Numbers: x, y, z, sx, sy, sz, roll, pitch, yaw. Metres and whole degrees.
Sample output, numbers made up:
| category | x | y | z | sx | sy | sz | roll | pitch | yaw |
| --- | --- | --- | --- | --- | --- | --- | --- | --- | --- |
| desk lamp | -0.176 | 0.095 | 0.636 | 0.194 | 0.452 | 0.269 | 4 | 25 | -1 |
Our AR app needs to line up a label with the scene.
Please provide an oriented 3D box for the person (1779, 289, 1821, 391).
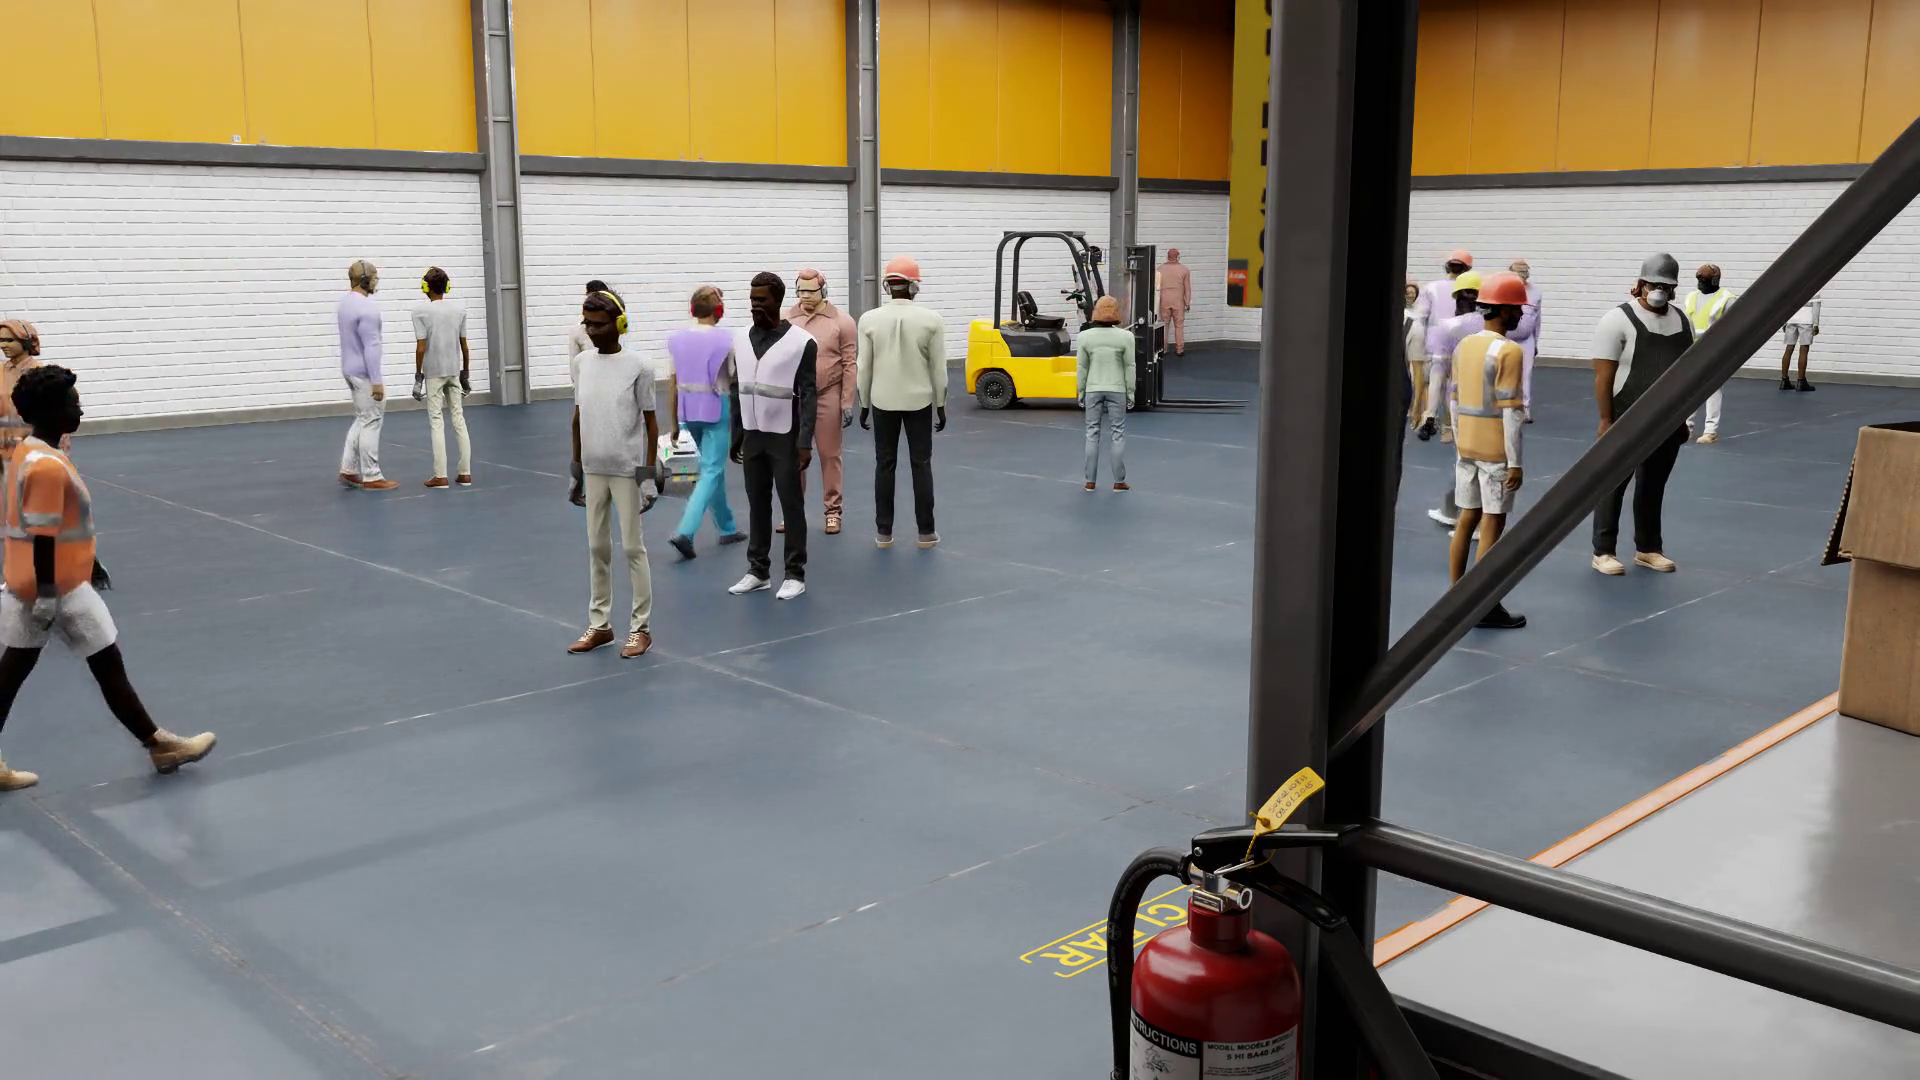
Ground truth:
| category | x | y | z | sx | sy | sz | roll | pitch | yaw |
| --- | --- | --- | --- | --- | --- | --- | --- | --- | --- |
| person | 11.576 | -3.013 | 22.862 | 0.368 | 1.933 | 0.552 | -5 | 12 | -27 |

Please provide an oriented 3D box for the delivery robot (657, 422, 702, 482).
| category | x | y | z | sx | sy | sz | roll | pitch | yaw |
| --- | --- | --- | --- | --- | --- | --- | --- | --- | --- |
| delivery robot | -2.360 | -0.748 | 14.020 | 0.477 | 0.478 | 0.707 | -3 | 11 | -15 |

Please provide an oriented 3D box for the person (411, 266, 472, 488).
| category | x | y | z | sx | sy | sz | roll | pitch | yaw |
| --- | --- | --- | --- | --- | --- | --- | --- | --- | --- |
| person | -4.395 | -1.371 | 14.093 | 0.310 | 1.868 | 0.533 | 10 | 14 | 43 |

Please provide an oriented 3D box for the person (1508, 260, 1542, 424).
| category | x | y | z | sx | sy | sz | roll | pitch | yaw |
| --- | --- | --- | --- | --- | --- | --- | --- | --- | --- |
| person | 6.383 | -2.302 | 19.217 | 0.662 | 1.860 | 1.007 | 0 | 10 | 1 |

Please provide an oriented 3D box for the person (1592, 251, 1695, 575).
| category | x | y | z | sx | sy | sz | roll | pitch | yaw |
| --- | --- | --- | --- | --- | --- | --- | --- | --- | --- |
| person | 4.351 | -0.797 | 10.491 | 0.683 | 2.000 | 0.536 | -3 | 11 | -15 |

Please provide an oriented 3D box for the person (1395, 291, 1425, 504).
| category | x | y | z | sx | sy | sz | roll | pitch | yaw |
| --- | --- | --- | --- | --- | --- | --- | --- | --- | --- |
| person | 3.048 | -0.974 | 12.018 | 0.548 | 1.828 | 0.682 | 6 | 12 | 29 |

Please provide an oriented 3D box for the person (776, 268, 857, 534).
| category | x | y | z | sx | sy | sz | roll | pitch | yaw |
| --- | --- | --- | --- | --- | --- | --- | --- | --- | --- |
| person | -1.061 | -0.987 | 11.909 | 0.638 | 1.903 | 0.409 | 2 | 11 | 11 |

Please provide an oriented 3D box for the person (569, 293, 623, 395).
| category | x | y | z | sx | sy | sz | roll | pitch | yaw |
| --- | --- | --- | --- | --- | --- | --- | --- | --- | --- |
| person | -3.230 | -1.396 | 14.864 | 0.504 | 1.632 | 0.270 | 1 | 10 | 4 |

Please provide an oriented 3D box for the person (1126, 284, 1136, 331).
| category | x | y | z | sx | sy | sz | roll | pitch | yaw |
| --- | --- | --- | --- | --- | --- | --- | --- | --- | --- |
| person | 2.666 | -3.258 | 24.690 | 0.526 | 1.748 | 0.545 | 4 | 11 | 23 |

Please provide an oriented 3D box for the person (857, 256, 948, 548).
| category | x | y | z | sx | sy | sz | roll | pitch | yaw |
| --- | --- | --- | --- | --- | --- | --- | --- | --- | --- |
| person | -0.391 | -0.937 | 11.384 | 0.619 | 1.990 | 0.395 | 1 | 10 | 4 |

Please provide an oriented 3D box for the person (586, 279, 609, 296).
| category | x | y | z | sx | sy | sz | roll | pitch | yaw |
| --- | --- | --- | --- | --- | --- | --- | --- | --- | --- |
| person | -3.628 | -1.792 | 16.859 | 0.372 | 1.684 | 0.554 | 1 | 10 | 7 |

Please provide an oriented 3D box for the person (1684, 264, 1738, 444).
| category | x | y | z | sx | sy | sz | roll | pitch | yaw |
| --- | --- | --- | --- | --- | --- | --- | --- | --- | --- |
| person | 7.661 | -1.913 | 17.144 | 0.430 | 1.837 | 0.619 | -6 | 12 | -29 |

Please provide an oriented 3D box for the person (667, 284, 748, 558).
| category | x | y | z | sx | sy | sz | roll | pitch | yaw |
| --- | --- | --- | --- | --- | --- | --- | --- | --- | --- |
| person | -1.705 | -0.805 | 11.157 | 0.573 | 1.809 | 0.938 | 5 | 12 | 27 |

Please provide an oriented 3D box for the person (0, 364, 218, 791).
| category | x | y | z | sx | sy | sz | roll | pitch | yaw |
| --- | --- | --- | --- | --- | --- | --- | --- | --- | --- |
| person | -3.448 | 0.148 | 6.412 | 0.895 | 1.640 | 0.544 | -8 | 13 | -36 |

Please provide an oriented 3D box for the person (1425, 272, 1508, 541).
| category | x | y | z | sx | sy | sz | roll | pitch | yaw |
| --- | --- | --- | --- | --- | --- | --- | --- | --- | --- |
| person | 3.586 | -0.964 | 11.872 | 0.676 | 1.865 | 0.905 | -4 | 11 | -22 |

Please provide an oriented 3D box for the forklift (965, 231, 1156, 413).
| category | x | y | z | sx | sy | sz | roll | pitch | yaw |
| --- | --- | --- | --- | --- | --- | --- | --- | --- | --- |
| forklift | 1.222 | -2.721 | 20.561 | 2.313 | 2.155 | 1.214 | 2 | 11 | 13 |

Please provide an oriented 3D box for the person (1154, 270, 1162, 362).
| category | x | y | z | sx | sy | sz | roll | pitch | yaw |
| --- | --- | --- | --- | --- | --- | --- | --- | --- | --- |
| person | 2.982 | -3.685 | 26.594 | 0.409 | 1.918 | 0.581 | -6 | 12 | -30 |

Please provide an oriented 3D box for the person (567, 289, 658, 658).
| category | x | y | z | sx | sy | sz | roll | pitch | yaw |
| --- | --- | --- | --- | --- | --- | --- | --- | --- | --- |
| person | -1.765 | -0.330 | 8.431 | 0.517 | 1.865 | 0.328 | 4 | 11 | 21 |

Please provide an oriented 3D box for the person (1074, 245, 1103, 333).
| category | x | y | z | sx | sy | sz | roll | pitch | yaw |
| --- | --- | --- | --- | --- | --- | --- | --- | --- | --- |
| person | 2.144 | -3.866 | 27.427 | 0.370 | 1.966 | 0.608 | -9 | 14 | -40 |

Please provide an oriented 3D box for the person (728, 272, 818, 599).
| category | x | y | z | sx | sy | sz | roll | pitch | yaw |
| --- | --- | --- | --- | --- | --- | --- | --- | --- | --- |
| person | -1.105 | -0.615 | 9.829 | 0.585 | 1.920 | 0.391 | 6 | 12 | 28 |

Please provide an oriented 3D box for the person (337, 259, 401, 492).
| category | x | y | z | sx | sy | sz | roll | pitch | yaw |
| --- | --- | --- | --- | --- | --- | --- | --- | --- | --- |
| person | -4.962 | -1.359 | 13.854 | 0.415 | 1.935 | 0.639 | -7 | 13 | -35 |

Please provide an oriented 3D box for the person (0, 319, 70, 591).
| category | x | y | z | sx | sy | sz | roll | pitch | yaw |
| --- | --- | --- | --- | --- | --- | --- | --- | --- | --- |
| person | -5.571 | -0.501 | 9.967 | 0.515 | 1.642 | 0.314 | 2 | 11 | 11 |

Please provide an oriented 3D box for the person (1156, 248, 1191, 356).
| category | x | y | z | sx | sy | sz | roll | pitch | yaw |
| --- | --- | --- | --- | --- | --- | --- | --- | --- | --- |
| person | 3.755 | -4.198 | 29.401 | 0.652 | 1.906 | 0.402 | 3 | 11 | 14 |

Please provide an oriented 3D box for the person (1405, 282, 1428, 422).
| category | x | y | z | sx | sy | sz | roll | pitch | yaw |
| --- | --- | --- | --- | --- | --- | --- | --- | --- | --- |
| person | 5.178 | -2.168 | 19.179 | 0.515 | 1.592 | 0.864 | 1 | 10 | 3 |

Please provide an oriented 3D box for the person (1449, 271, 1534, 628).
| category | x | y | z | sx | sy | sz | roll | pitch | yaw |
| --- | --- | --- | --- | --- | --- | --- | --- | --- | --- |
| person | 2.906 | -0.488 | 9.087 | 0.356 | 1.936 | 0.551 | -3 | 11 | -17 |

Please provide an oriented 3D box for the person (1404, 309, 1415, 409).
| category | x | y | z | sx | sy | sz | roll | pitch | yaw |
| --- | --- | --- | --- | --- | --- | --- | --- | --- | --- |
| person | 3.297 | -1.214 | 13.218 | 0.599 | 1.871 | 0.623 | 3 | 11 | 17 |

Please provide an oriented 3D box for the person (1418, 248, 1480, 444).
| category | x | y | z | sx | sy | sz | roll | pitch | yaw |
| --- | --- | --- | --- | --- | --- | --- | --- | --- | --- |
| person | 4.984 | -1.972 | 16.999 | 0.642 | 2.006 | 0.674 | 5 | 12 | 25 |

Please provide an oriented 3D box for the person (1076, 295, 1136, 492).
| category | x | y | z | sx | sy | sz | roll | pitch | yaw |
| --- | --- | --- | --- | --- | --- | --- | --- | --- | --- |
| person | 1.218 | -1.214 | 13.867 | 0.500 | 1.636 | 0.279 | 3 | 11 | 13 |
